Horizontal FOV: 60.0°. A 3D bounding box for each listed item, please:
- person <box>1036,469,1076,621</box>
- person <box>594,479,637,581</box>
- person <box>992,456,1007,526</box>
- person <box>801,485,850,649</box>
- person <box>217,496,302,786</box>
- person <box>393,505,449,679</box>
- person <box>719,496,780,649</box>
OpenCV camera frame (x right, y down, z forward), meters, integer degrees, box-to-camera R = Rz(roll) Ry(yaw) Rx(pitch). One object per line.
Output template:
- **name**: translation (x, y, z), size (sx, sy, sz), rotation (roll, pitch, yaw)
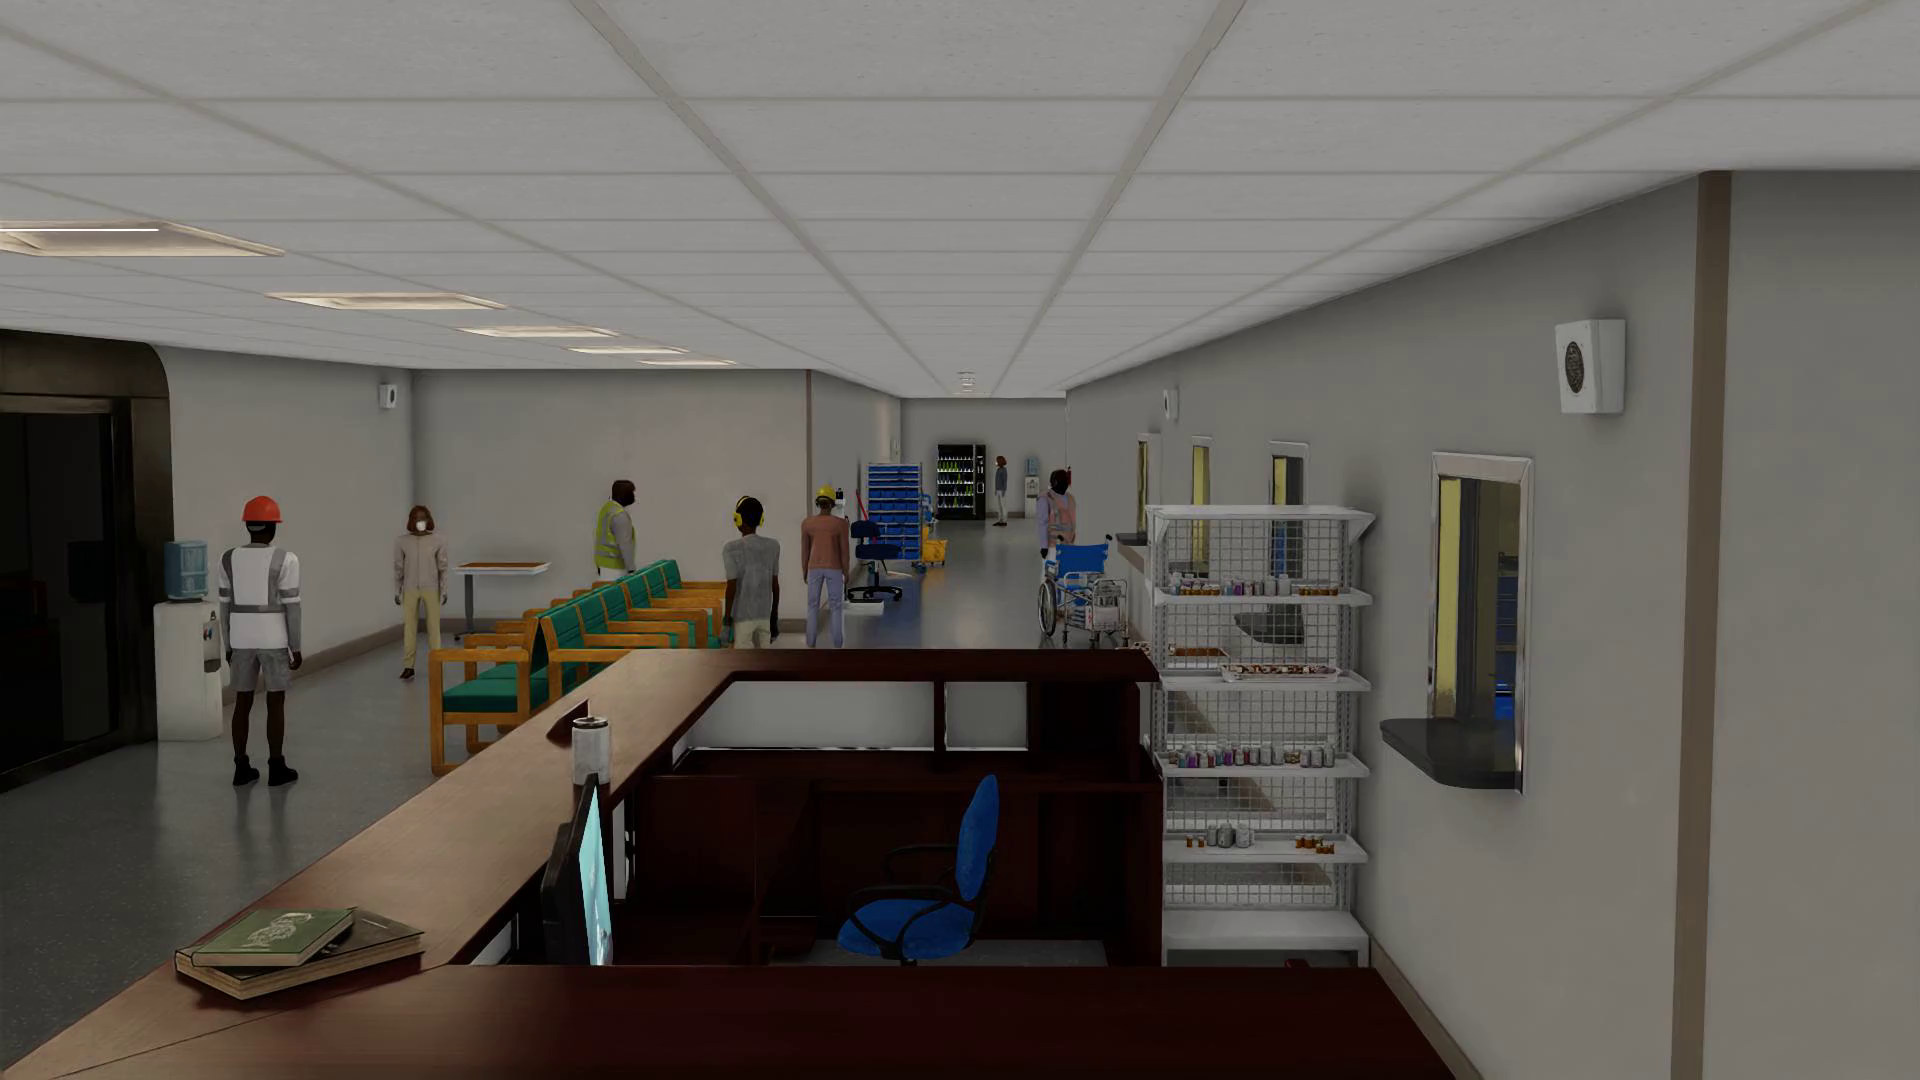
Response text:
- **person**: translation (1.199, 0.061, 20.215), size (0.430, 1.843, 0.625), rotation (4, 6, 43)
- **person**: translation (-3.589, 0.264, 17.587), size (0.695, 1.809, 0.641), rotation (-1, 4, -20)
- **person**: translation (0.935, -1.125, 38.287), size (0.285, 1.633, 0.497), rotation (-2, 4, -22)
- **person**: translation (-1.392, 0.314, 17.260), size (0.522, 1.758, 0.349), rotation (1, 4, 10)
- **person**: translation (-4.645, 0.670, 11.090), size (0.546, 1.929, 0.393), rotation (0, 4, 3)
- **person**: translation (-5.060, 0.490, 15.623), size (0.501, 1.633, 0.282), rotation (-1, 4, -10)
- **person**: translation (-1.564, 0.605, 12.374), size (0.507, 1.872, 0.329), rotation (-4, 5, -42)
